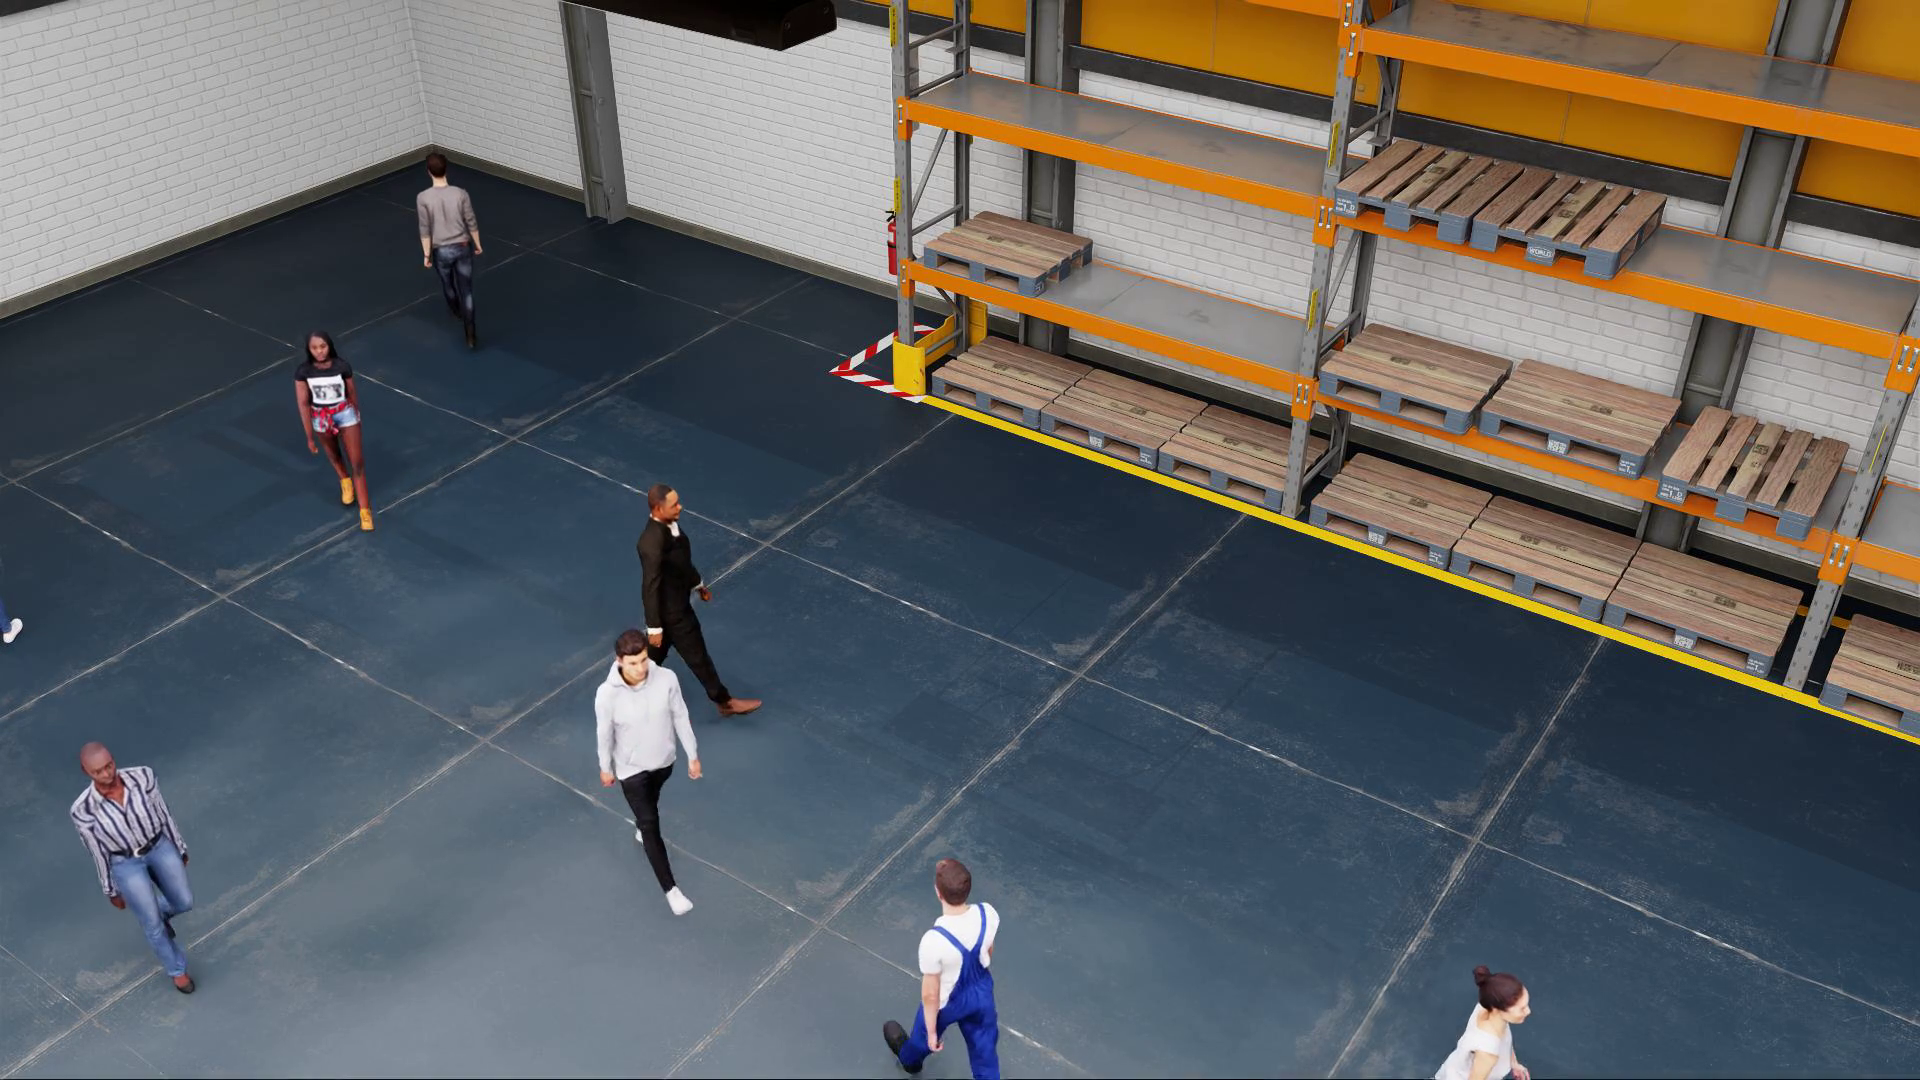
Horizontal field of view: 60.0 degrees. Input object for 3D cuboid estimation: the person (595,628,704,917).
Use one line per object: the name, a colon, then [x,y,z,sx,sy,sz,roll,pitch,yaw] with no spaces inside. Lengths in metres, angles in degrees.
person: [-1.945,1.271,10.047,0.972,1.871,1.295,-21,39,-28]

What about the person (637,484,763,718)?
person: [-2.069,0.444,11.294,1.287,1.869,1.133,-1,34,-1]

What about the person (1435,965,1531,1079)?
person: [2.432,2.685,8.200,1.160,1.562,0.873,6,34,9]

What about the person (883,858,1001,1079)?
person: [0.054,2.420,8.384,0.993,1.799,1.310,-18,38,-25]

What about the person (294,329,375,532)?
person: [-5.110,-0.952,13.570,1.082,1.674,1.226,-10,35,-14]

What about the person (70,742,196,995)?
person: [-4.634,1.796,9.341,0.773,1.778,0.680,25,41,33]

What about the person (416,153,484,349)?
person: [-4.910,-2.756,16.115,1.177,1.861,1.308,-10,35,-14]
